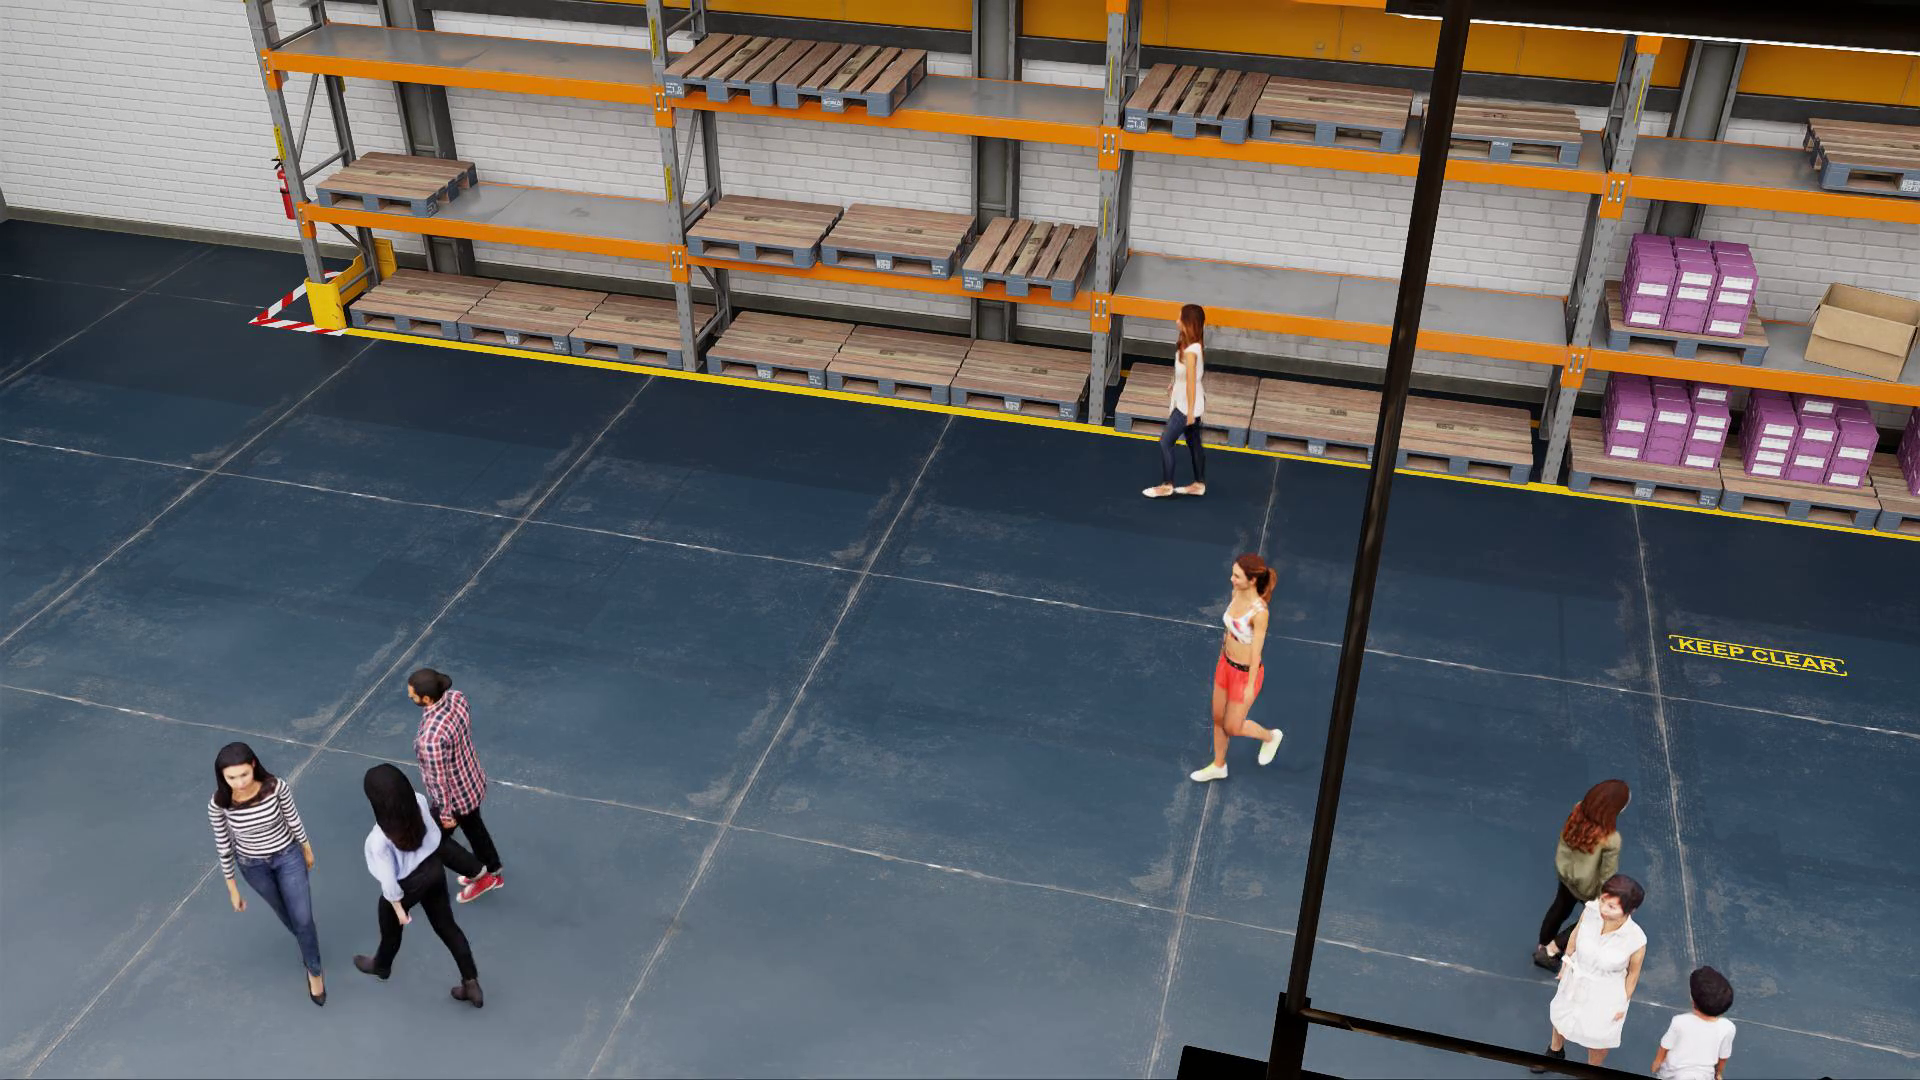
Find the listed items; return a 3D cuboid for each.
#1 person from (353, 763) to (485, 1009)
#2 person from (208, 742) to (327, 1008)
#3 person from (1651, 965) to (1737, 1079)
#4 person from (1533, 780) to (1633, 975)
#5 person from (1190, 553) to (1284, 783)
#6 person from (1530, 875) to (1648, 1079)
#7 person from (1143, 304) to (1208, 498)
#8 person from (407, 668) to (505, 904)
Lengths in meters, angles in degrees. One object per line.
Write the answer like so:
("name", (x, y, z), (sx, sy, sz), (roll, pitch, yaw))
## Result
("person", (-2.927, 1.950, 9.194), (1.103, 1.711, 0.771), (13, 36, 19))
("person", (-3.887, 1.790, 9.384), (0.856, 1.767, 0.898), (-13, 36, -18))
("person", (3.719, 2.697, 8.484), (0.430, 1.252, 0.567), (7, 34, 11))
("person", (3.482, 1.946, 9.418), (0.780, 1.469, 0.757), (-12, 35, -17))
("person", (1.884, 0.850, 10.788), (0.969, 1.778, 0.869), (-12, 35, -18))
("person", (3.342, 2.340, 8.748), (0.705, 1.555, 0.626), (-23, 40, -30))
("person", (1.984, -1.124, 13.766), (0.748, 1.769, 0.616), (7, 34, 10))
("person", (-2.933, 1.471, 9.877), (0.697, 1.752, 0.779), (3, 34, 4))
